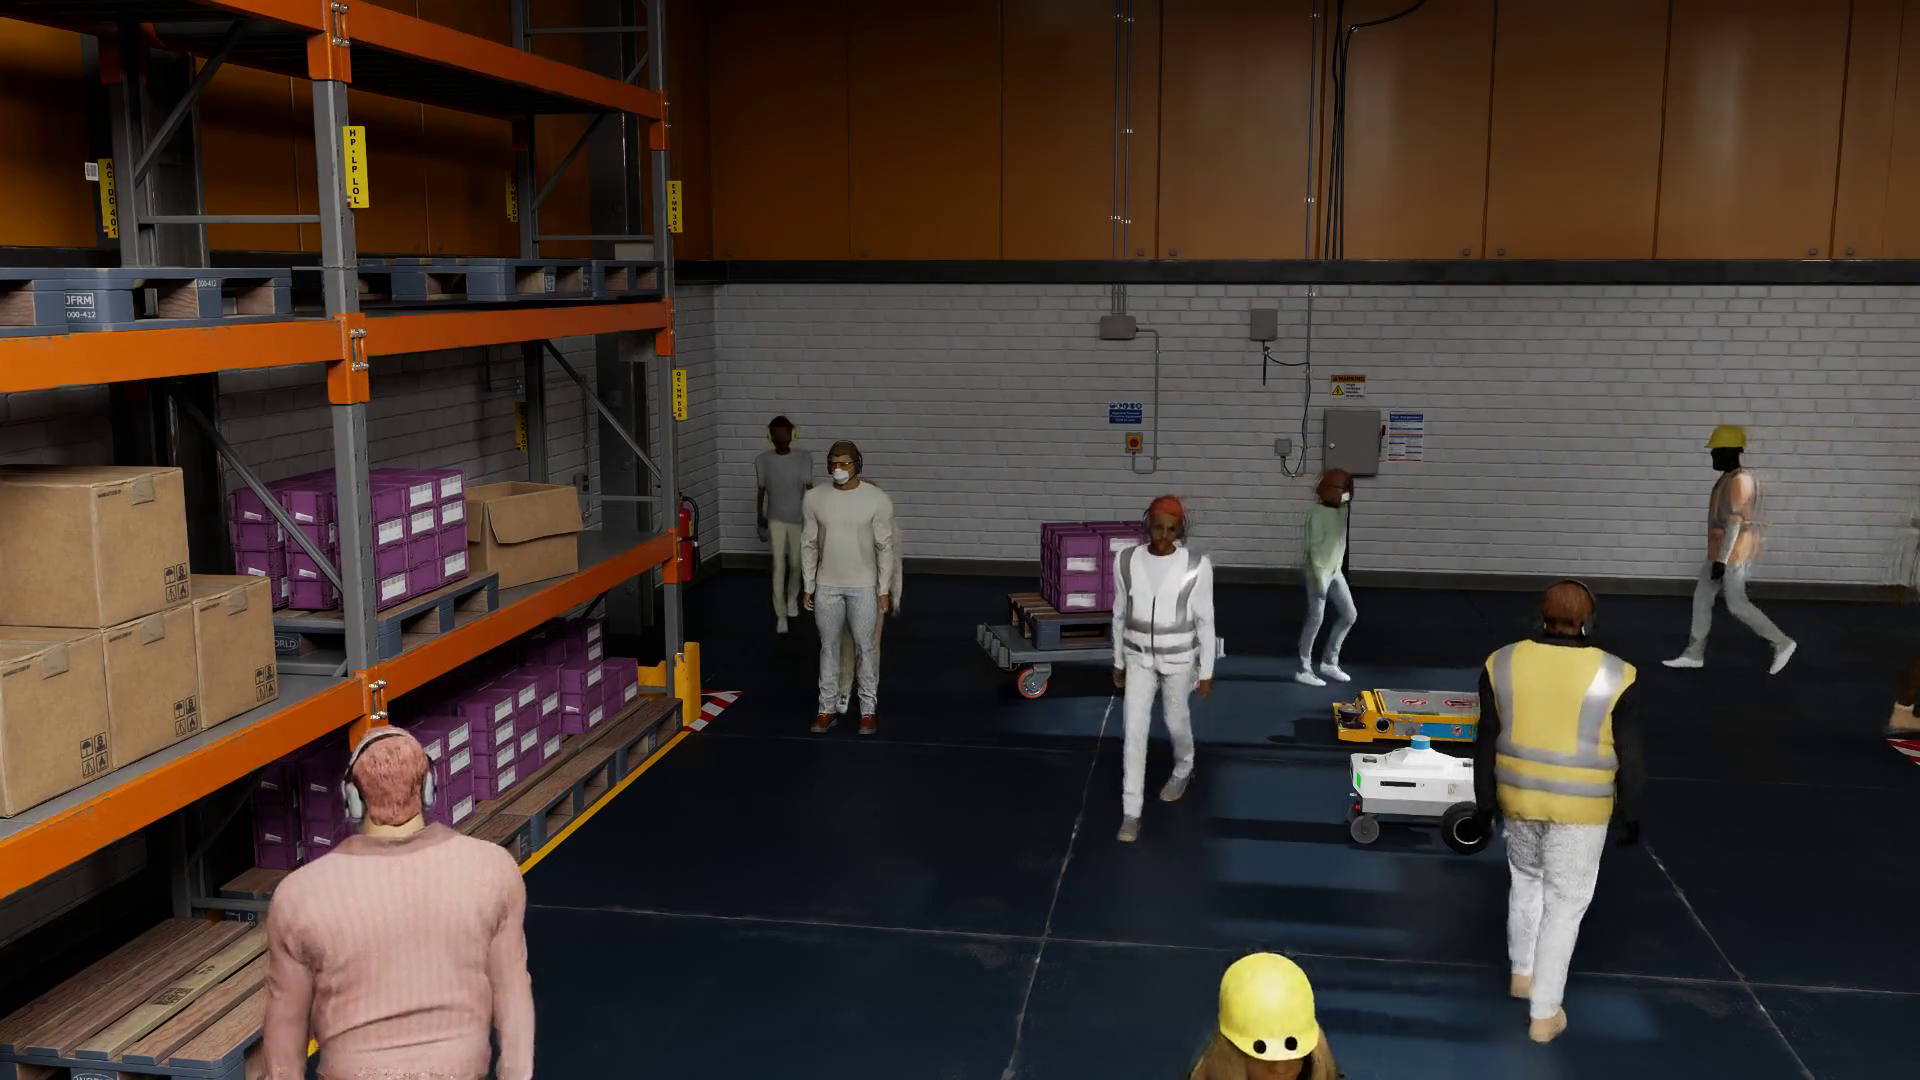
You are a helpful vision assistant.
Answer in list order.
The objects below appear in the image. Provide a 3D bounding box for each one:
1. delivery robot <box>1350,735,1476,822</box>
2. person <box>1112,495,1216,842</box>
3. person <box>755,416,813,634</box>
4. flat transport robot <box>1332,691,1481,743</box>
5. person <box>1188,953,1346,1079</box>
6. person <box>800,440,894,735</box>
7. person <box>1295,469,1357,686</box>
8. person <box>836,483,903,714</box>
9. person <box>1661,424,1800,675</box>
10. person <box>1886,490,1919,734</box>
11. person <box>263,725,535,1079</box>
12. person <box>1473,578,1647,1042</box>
[{"bbox_3d":[2.440,1.284,8.855,0.707,0.478,0.477,1,9,9],"label":"delivery robot"},{"bbox_3d":[1.127,0.648,9.143,0.590,1.845,0.954,3,10,21],"label":"person"},{"bbox_3d":[-1.499,-0.172,14.257,0.500,1.823,0.949,-2,9,-9],"label":"person"},{"bbox_3d":[3.174,1.155,10.818,1.431,0.197,0.652,1,9,9],"label":"flat transport robot"},{"bbox_3d":[0.608,1.627,3.462,0.487,1.713,0.819,-2,9,-10],"label":"person"},{"bbox_3d":[-0.743,0.310,10.898,0.630,1.940,0.371,1,9,9],"label":"person"},{"bbox_3d":[2.692,0.274,12.110,0.458,1.612,0.557,8,12,40],"label":"person"},{"bbox_3d":[-0.658,0.393,11.416,0.527,1.596,0.566,-1,9,-4],"label":"person"},{"bbox_3d":[5.848,0.073,12.508,0.871,1.899,0.602,2,9,11],"label":"person"},{"bbox_3d":[6.521,0.298,10.793,0.906,1.995,0.648,-1,9,-9],"label":"person"},{"bbox_3d":[-1.473,1.404,4.394,0.663,1.868,0.908,-4,10,-25],"label":"person"},{"bbox_3d":[2.438,1.050,6.711,0.628,1.813,0.744,7,12,38],"label":"person"}]
